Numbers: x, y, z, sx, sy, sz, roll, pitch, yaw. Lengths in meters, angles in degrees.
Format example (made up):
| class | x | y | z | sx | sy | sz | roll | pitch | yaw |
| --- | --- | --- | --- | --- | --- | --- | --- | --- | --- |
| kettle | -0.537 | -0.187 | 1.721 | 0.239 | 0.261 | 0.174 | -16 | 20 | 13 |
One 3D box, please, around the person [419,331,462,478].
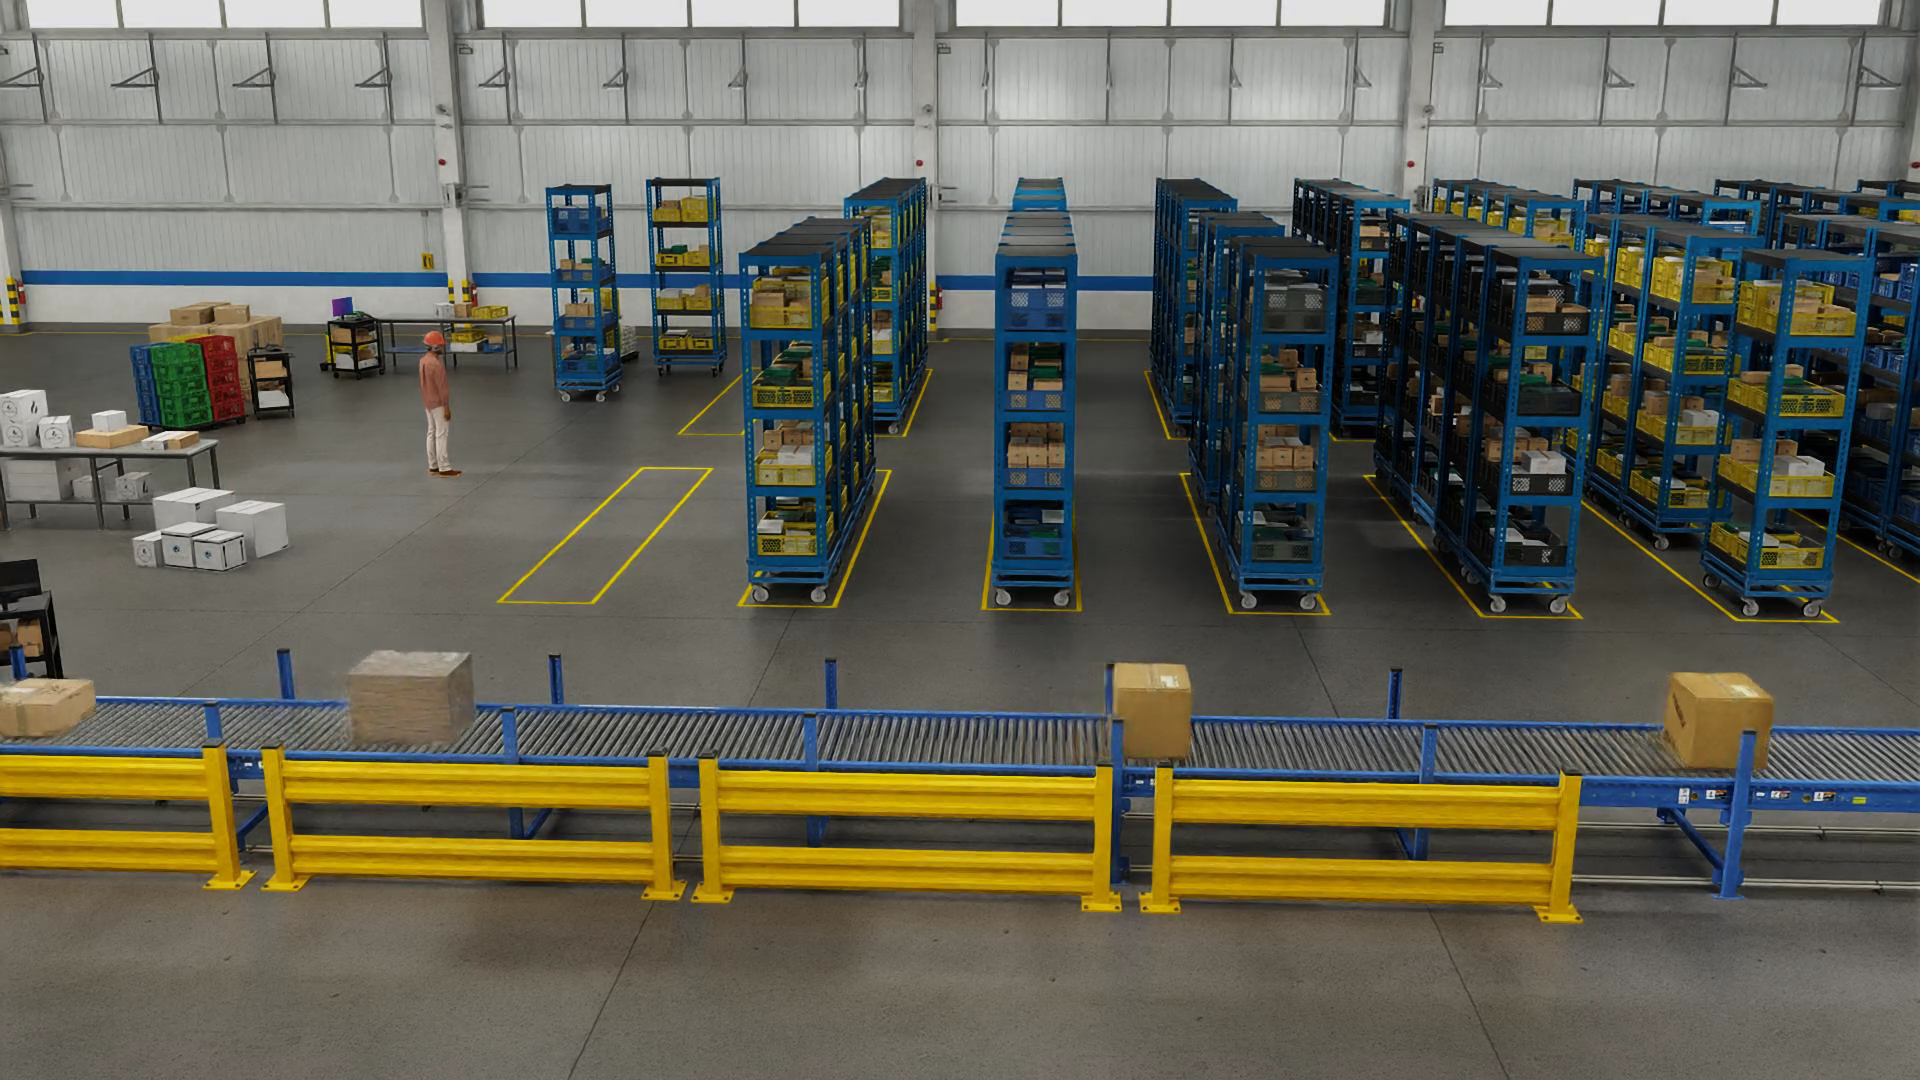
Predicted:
| class | x | y | z | sx | sy | sz | roll | pitch | yaw |
| --- | --- | --- | --- | --- | --- | --- | --- | --- | --- |
| person | -7.092 | -1.841 | 22.594 | 0.381 | 1.991 | 0.624 | -13 | 20 | -41 |
